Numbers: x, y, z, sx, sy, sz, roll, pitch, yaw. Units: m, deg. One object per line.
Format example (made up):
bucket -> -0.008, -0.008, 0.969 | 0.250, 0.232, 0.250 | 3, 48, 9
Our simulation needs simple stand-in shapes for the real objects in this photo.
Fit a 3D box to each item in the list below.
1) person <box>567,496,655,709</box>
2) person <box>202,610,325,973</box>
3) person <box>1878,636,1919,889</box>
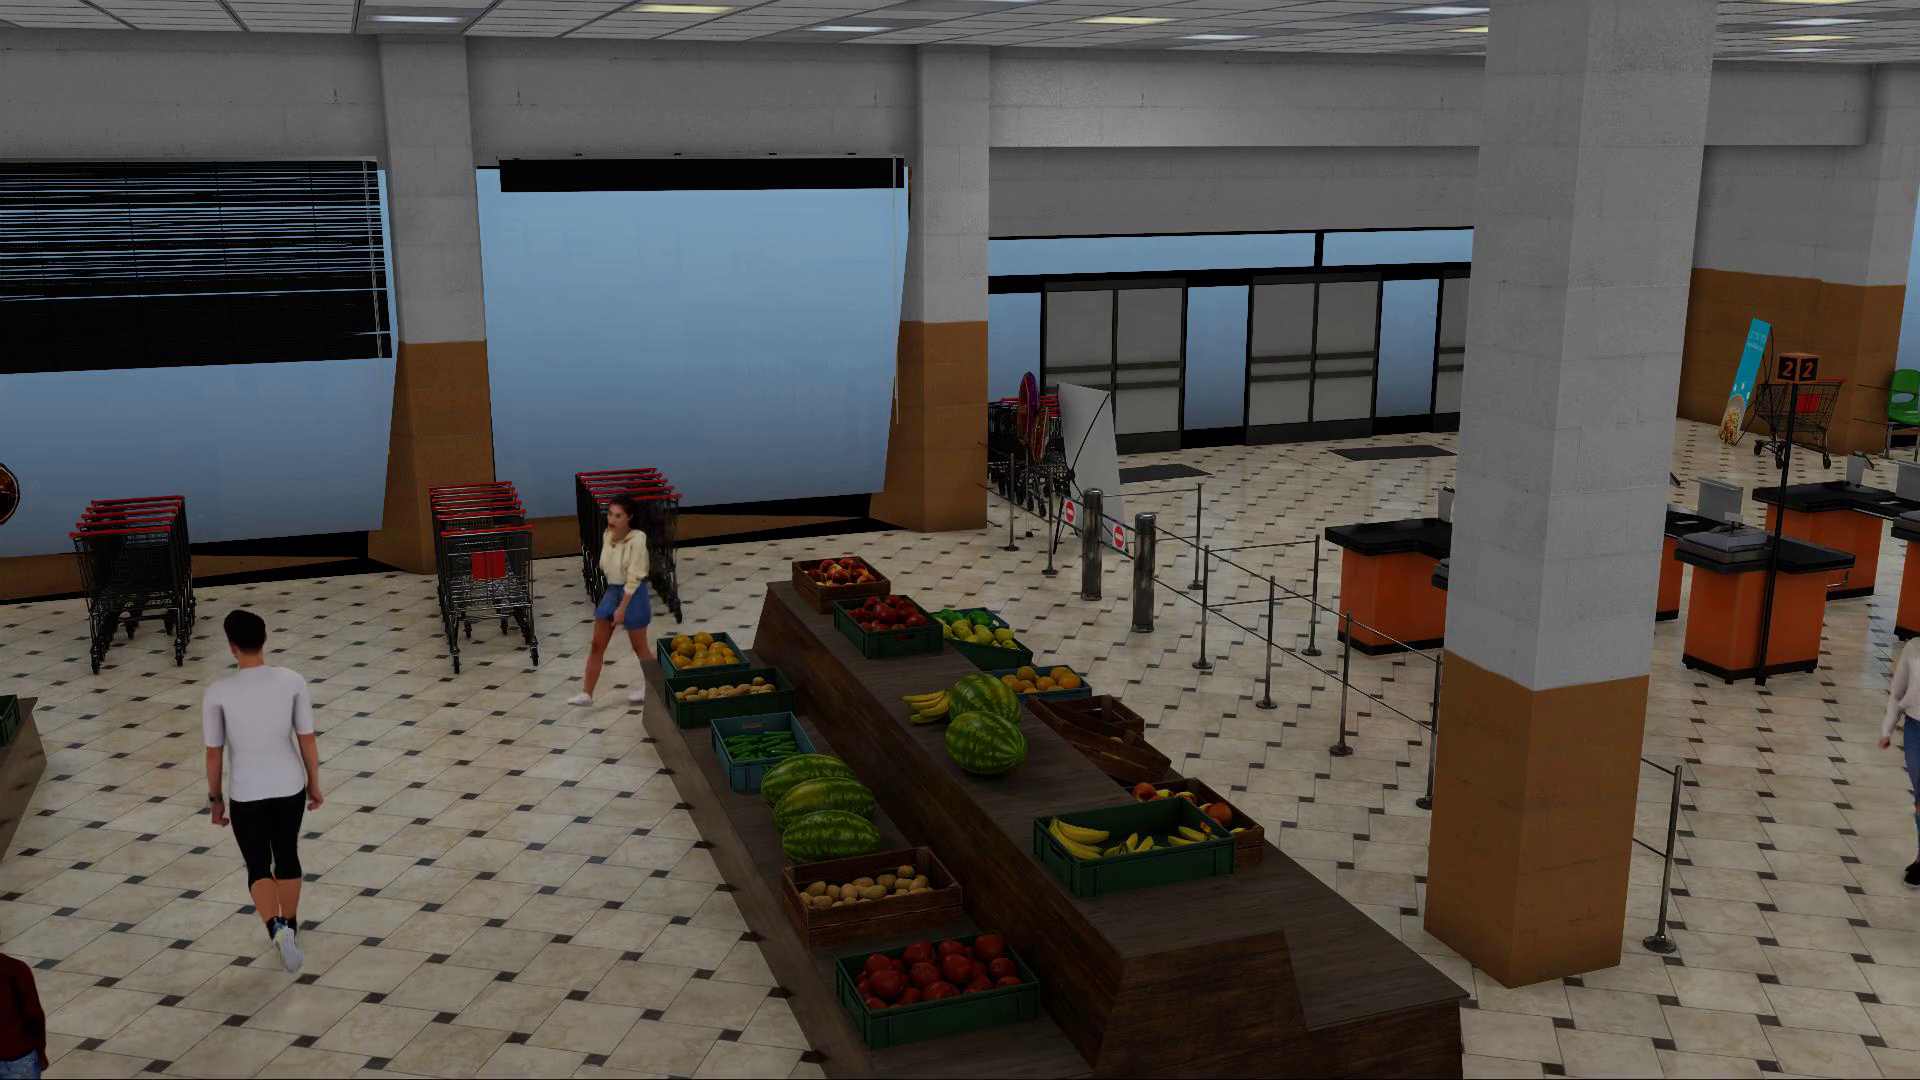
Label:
person -> -2.360, 0.458, 12.136 | 1.041, 1.590, 1.029 | 11, 18, 39
person -> -3.440, 1.272, 8.272 | 0.807, 1.829, 1.097 | -7, 15, -28
person -> 5.480, 1.106, 9.289 | 0.812, 1.672, 0.689 | -9, 16, -33
